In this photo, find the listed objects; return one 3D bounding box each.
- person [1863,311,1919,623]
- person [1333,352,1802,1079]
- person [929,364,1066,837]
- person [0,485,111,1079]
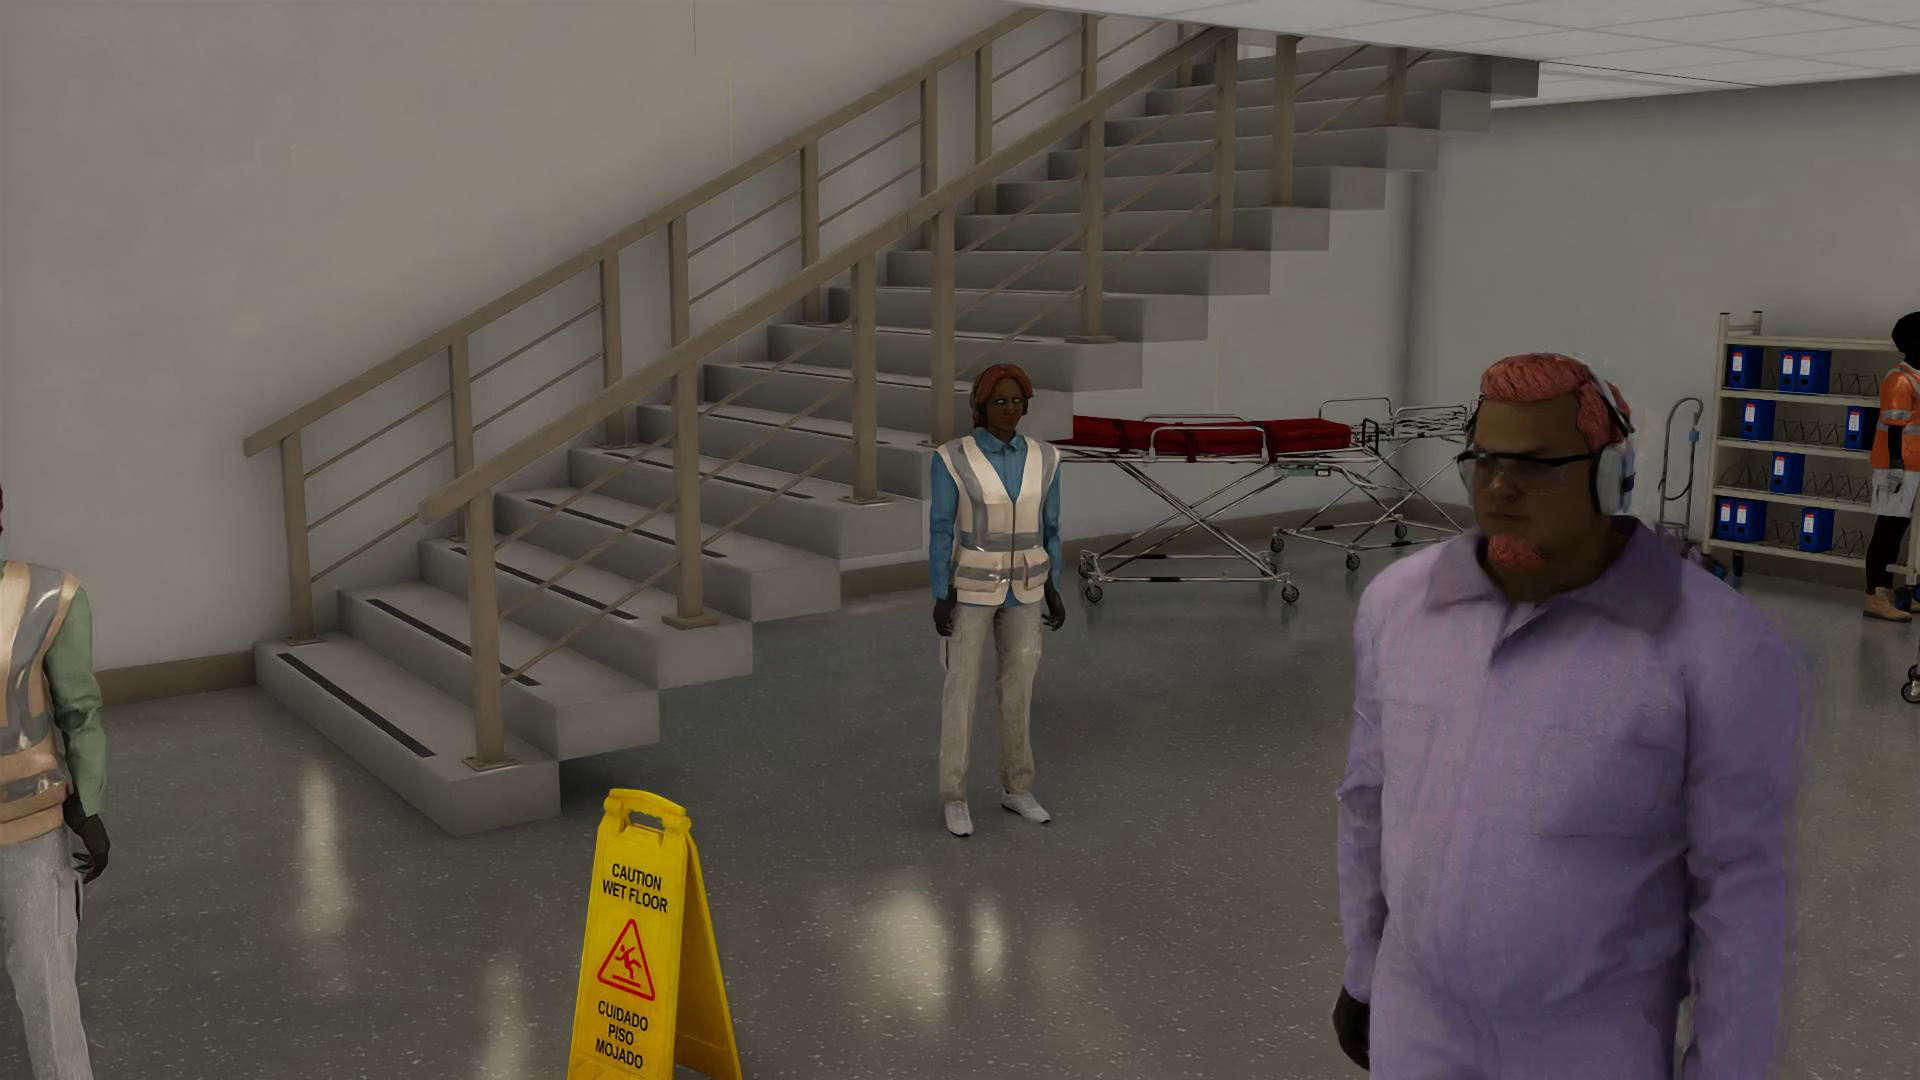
[{"bbox_3d":[5.204,-0.407,9.164,0.317,1.700,0.539,9,13,41],"label":"person"},{"bbox_3d":[0.880,0.662,2.475,0.656,1.891,0.667,10,14,44],"label":"person"},{"bbox_3d":[0.128,0.204,5.819,0.513,1.642,0.311,-4,11,-24],"label":"person"},{"bbox_3d":[-2.060,0.610,3.482,0.514,1.642,0.310,-4,11,-23],"label":"person"}]
